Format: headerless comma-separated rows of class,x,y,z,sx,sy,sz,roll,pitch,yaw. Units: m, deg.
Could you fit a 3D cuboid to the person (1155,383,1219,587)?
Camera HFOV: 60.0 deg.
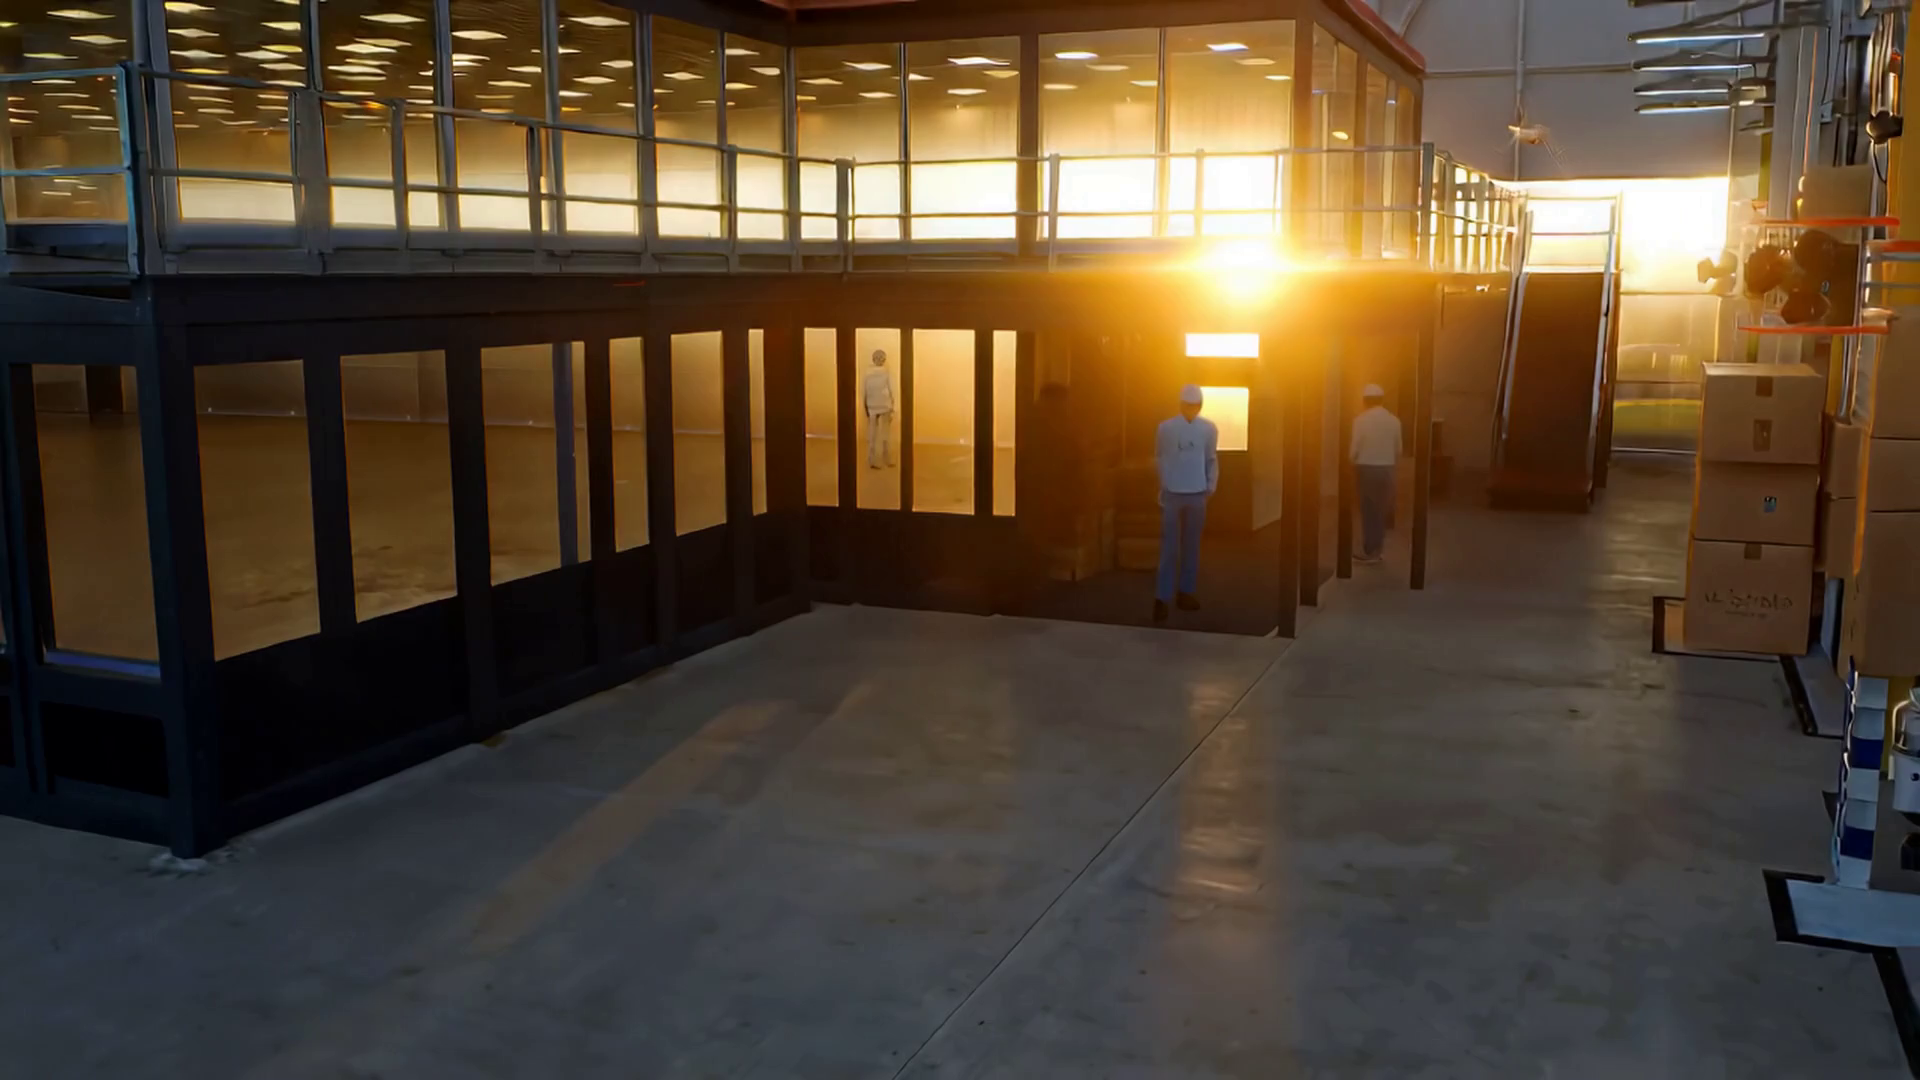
person,2.194,-0.524,16.072,0.614,1.987,0.399,0,9,1
